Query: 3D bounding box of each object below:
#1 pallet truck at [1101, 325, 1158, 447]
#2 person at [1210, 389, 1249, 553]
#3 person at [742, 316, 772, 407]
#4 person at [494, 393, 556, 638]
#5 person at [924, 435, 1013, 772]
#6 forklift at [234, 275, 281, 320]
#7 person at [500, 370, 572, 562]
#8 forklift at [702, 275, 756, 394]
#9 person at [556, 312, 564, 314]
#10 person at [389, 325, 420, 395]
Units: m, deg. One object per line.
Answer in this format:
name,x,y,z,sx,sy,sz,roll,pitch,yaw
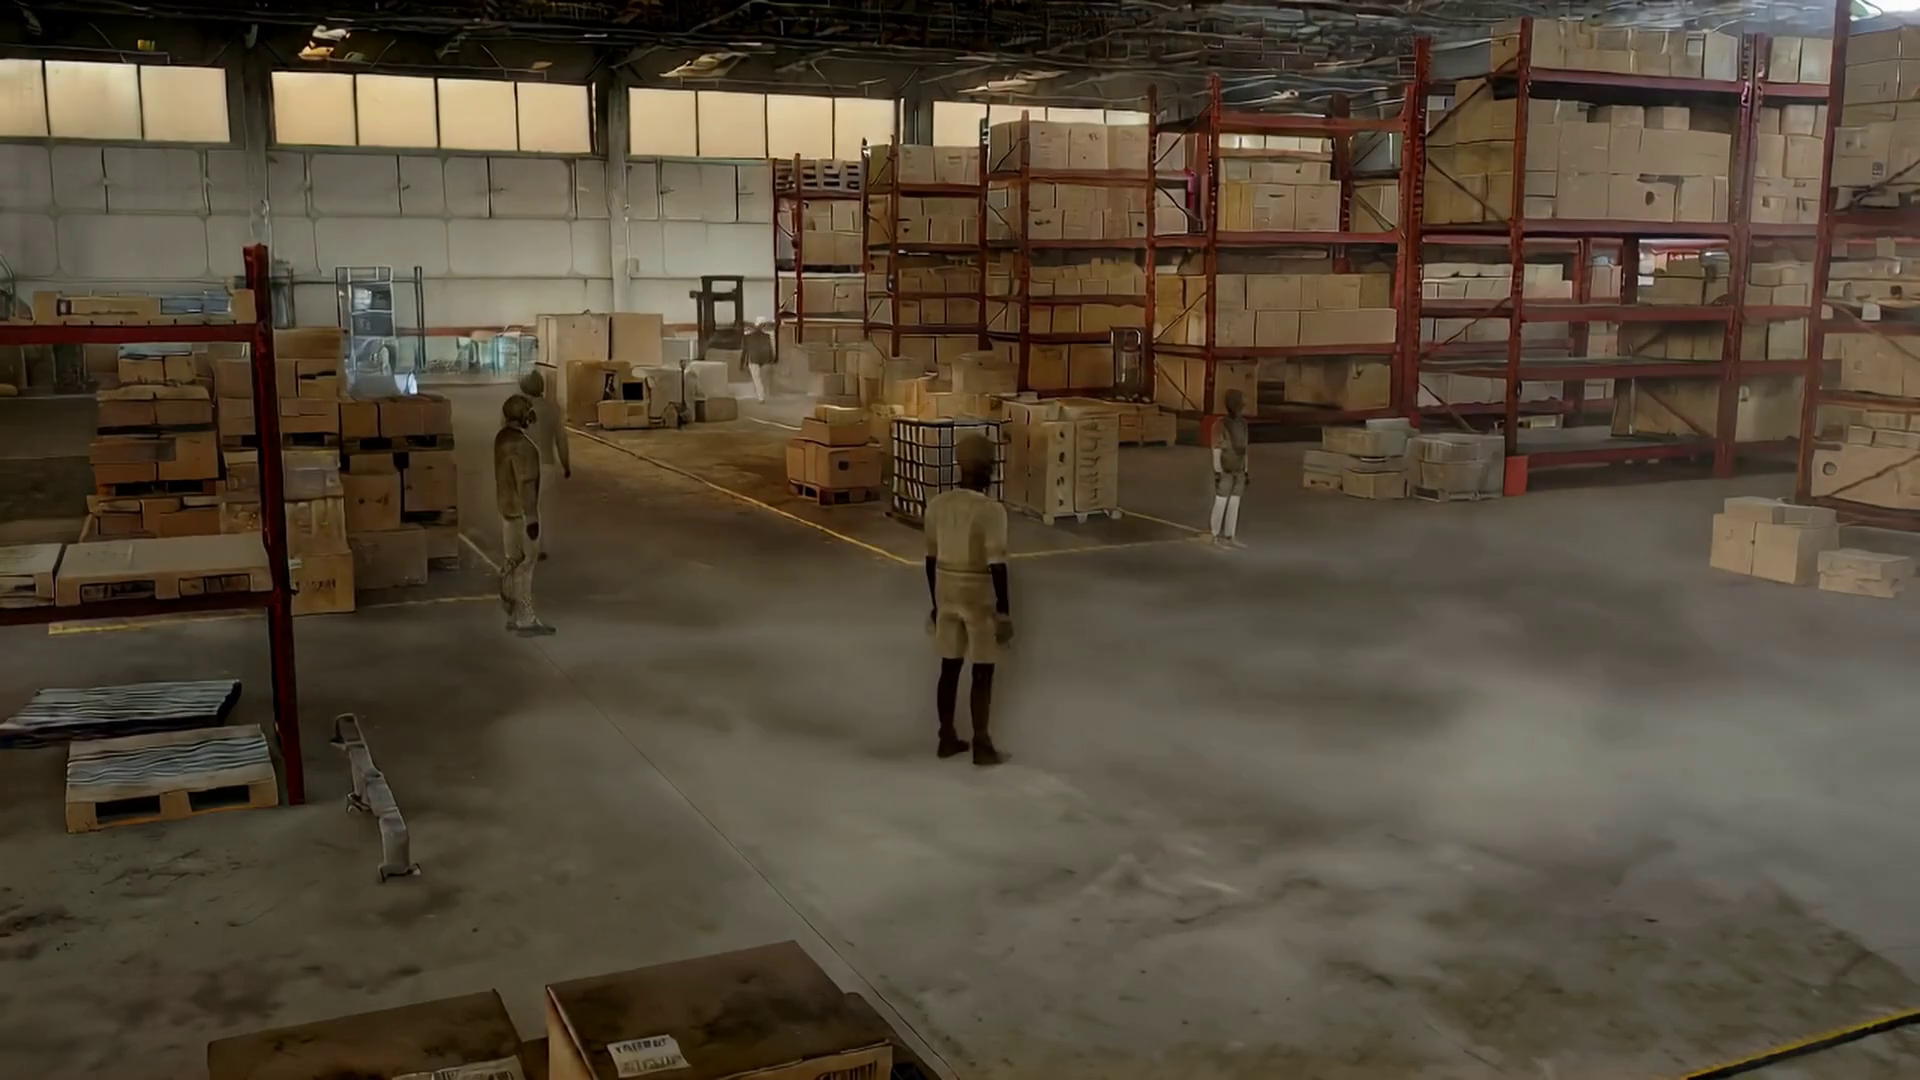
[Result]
pallet truck,2.881,-2.596,27.923,0.823,1.965,1.885,-1,9,-7
person,2.798,-0.718,17.206,0.539,1.696,0.317,-8,12,-41
person,-4.317,-3.832,35.720,0.607,1.966,0.951,-6,11,-32
person,-3.484,-0.196,13.215,0.372,1.940,0.631,-6,11,-31
person,0.051,0.365,9.703,0.672,1.957,0.384,8,12,42
forklift,-15.632,-4.532,37.205,1.129,2.768,1.873,-4,10,-25
person,-4.260,-0.764,16.846,0.641,1.905,0.888,1,9,3
forklift,-5.553,-4.857,39.221,1.129,2.768,1.873,-4,10,-25
person,-9.676,-4.546,40.246,0.394,1.928,0.562,0,9,-1
person,-11.054,-3.351,33.092,0.634,1.842,0.429,-9,13,-43
